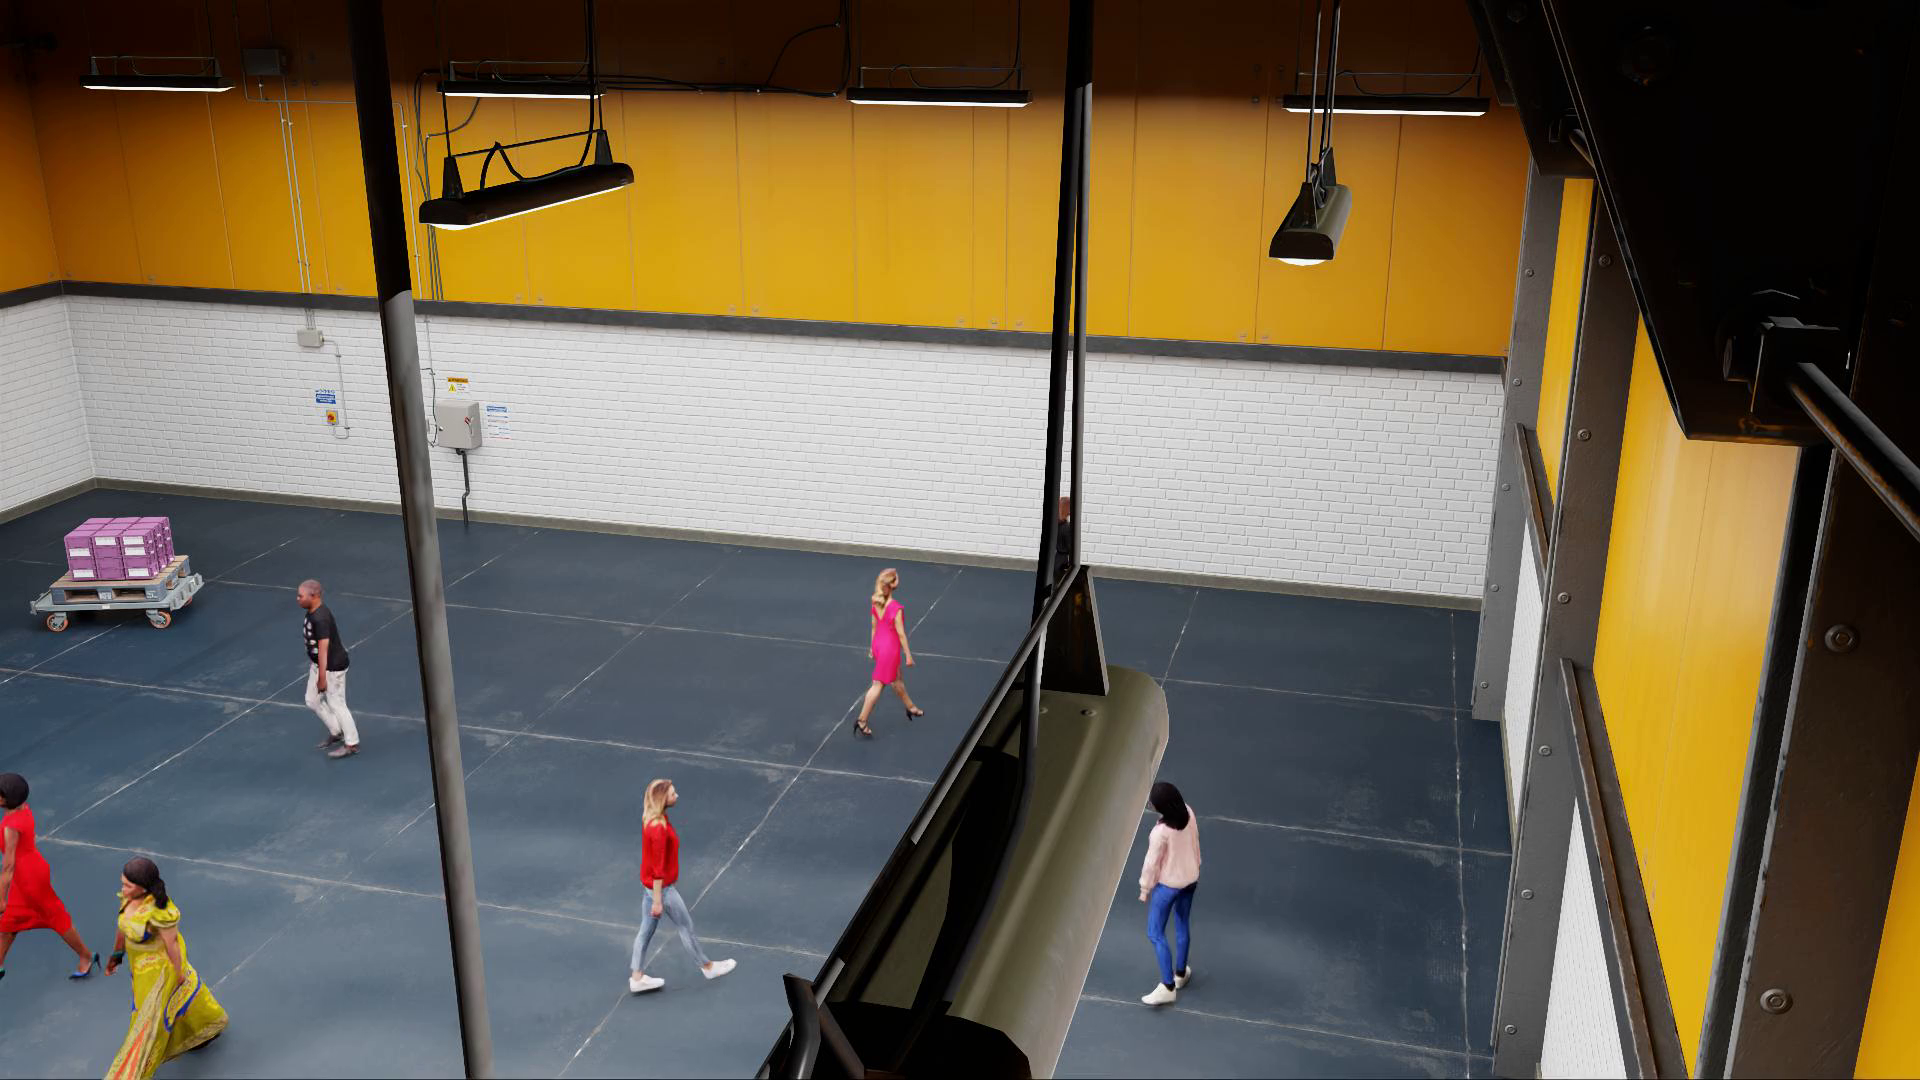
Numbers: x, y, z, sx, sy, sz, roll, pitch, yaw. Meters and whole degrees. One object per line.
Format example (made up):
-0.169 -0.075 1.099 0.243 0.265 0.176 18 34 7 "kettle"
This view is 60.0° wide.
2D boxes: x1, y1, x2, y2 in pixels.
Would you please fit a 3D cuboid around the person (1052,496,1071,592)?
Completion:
1.154 0.331 18.572 0.715 1.706 0.625 -8 20 -21 "person"

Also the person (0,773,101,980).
-6.674 2.501 12.136 1.127 1.703 1.078 -10 21 -27 "person"

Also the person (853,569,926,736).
-0.789 1.131 16.242 1.105 1.678 1.018 -12 22 -31 "person"

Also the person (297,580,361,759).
-5.913 1.207 15.844 0.851 1.788 0.797 -12 22 -32 "person"

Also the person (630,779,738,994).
-2.258 2.539 12.069 1.046 1.672 1.063 -6 20 -18 "person"

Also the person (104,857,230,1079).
-5.333 2.850 11.249 1.092 1.606 1.340 16 24 39 "person"

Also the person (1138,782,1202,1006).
1.597 2.502 12.083 0.772 1.734 0.892 -8 20 -23 "person"
